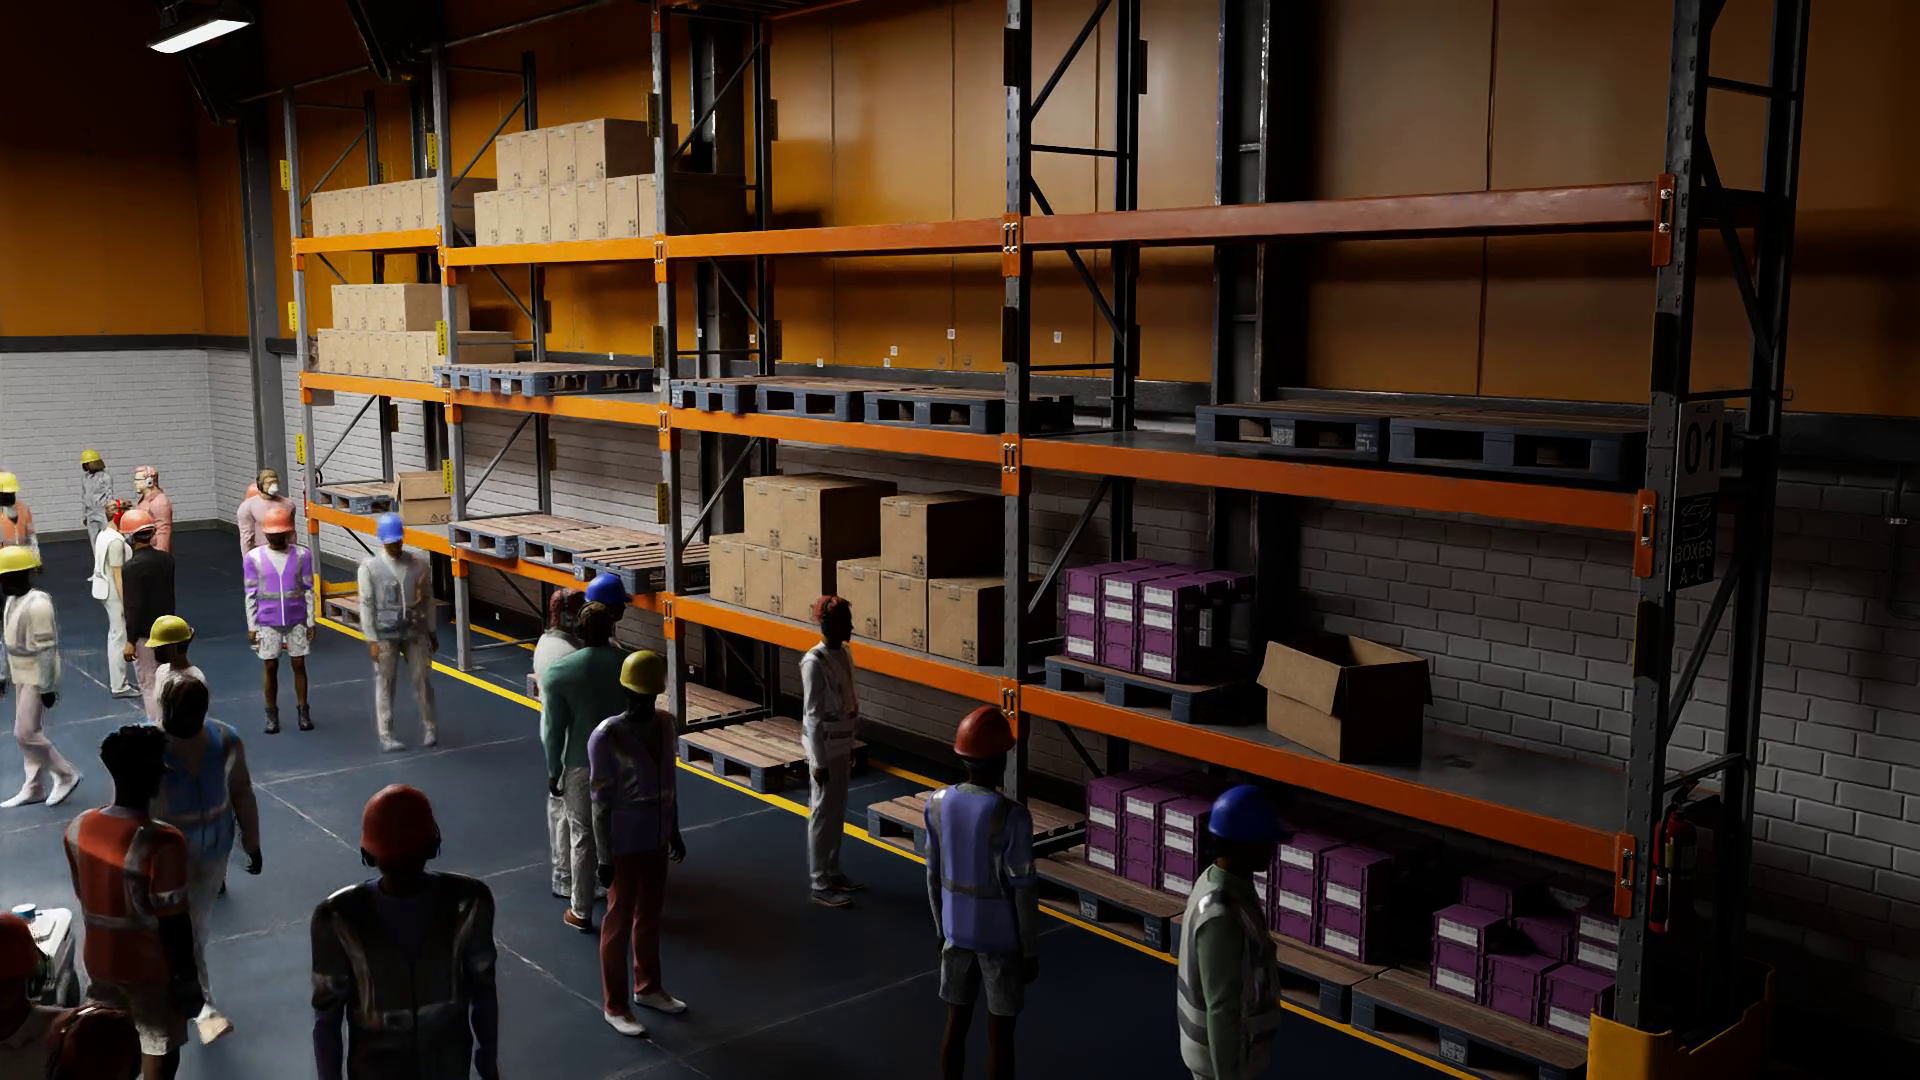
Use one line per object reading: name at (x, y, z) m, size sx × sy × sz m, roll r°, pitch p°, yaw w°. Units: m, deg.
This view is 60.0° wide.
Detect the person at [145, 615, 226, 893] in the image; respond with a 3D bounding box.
person at (-4.752, 1.321, 10.152) m, size 0.518 × 1.757 × 0.340 m, roll 7°, pitch 11°, yaw 41°

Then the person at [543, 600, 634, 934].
person at (-2.094, 1.306, 9.664) m, size 0.629 × 1.930 × 0.358 m, roll -4°, pitch 9°, yaw -27°

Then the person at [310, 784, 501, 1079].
person at (-1.872, 1.820, 5.687) m, size 0.615 × 2.040 × 0.391 m, roll -4°, pitch 9°, yaw -25°

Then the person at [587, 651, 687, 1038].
person at (-1.598, 1.494, 8.363) m, size 0.384 × 1.924 × 0.589 m, roll 5°, pitch 10°, yaw 32°

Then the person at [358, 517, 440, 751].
person at (-4.555, 0.770, 13.530) m, size 0.618 × 1.925 × 0.440 m, roll -6°, pitch 10°, yaw -34°

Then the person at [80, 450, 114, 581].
person at (-11.214, -0.316, 21.614) m, size 0.494 × 1.730 × 0.324 m, roll 3°, pitch 9°, yaw 17°

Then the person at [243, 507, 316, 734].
person at (-5.729, 0.677, 14.049) m, size 0.548 × 1.927 × 0.389 m, roll -4°, pitch 9°, yaw -27°

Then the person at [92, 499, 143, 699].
person at (-7.758, 0.542, 15.296) m, size 0.397 × 1.836 × 0.562 m, roll -5°, pitch 10°, yaw -33°

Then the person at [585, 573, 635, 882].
person at (-2.230, 1.175, 10.498) m, size 0.388 × 1.947 × 0.614 m, roll -4°, pitch 9°, yaw -25°

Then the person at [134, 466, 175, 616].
person at (-8.568, 0.169, 17.635) m, size 0.407 × 1.910 × 0.638 m, roll -7°, pitch 11°, yaw -39°

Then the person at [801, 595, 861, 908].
person at (-0.763, 1.270, 10.092) m, size 0.391 × 1.885 × 0.597 m, roll 2°, pitch 9°, yaw 16°

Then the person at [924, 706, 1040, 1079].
person at (0.111, 1.665, 7.118) m, size 0.545 × 1.942 × 0.354 m, roll 6°, pitch 10°, yaw 34°

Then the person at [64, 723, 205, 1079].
person at (-3.318, 1.710, 6.743) m, size 0.604 × 1.959 × 0.370 m, roll 4°, pitch 9°, yaw 25°

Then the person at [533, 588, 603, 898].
person at (-2.383, 1.240, 10.225) m, size 0.404 × 1.913 × 0.687 m, roll -4°, pitch 9°, yaw -26°

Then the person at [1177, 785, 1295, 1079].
person at (0.977, 1.826, 5.978) m, size 0.400 × 1.944 × 0.618 m, roll 1°, pitch 8°, yaw 10°

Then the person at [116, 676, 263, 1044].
person at (-3.777, 1.572, 8.265) m, size 0.949 × 1.793 × 0.640 m, roll 7°, pitch 11°, yaw 41°

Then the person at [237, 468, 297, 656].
person at (-7.075, 0.231, 17.095) m, size 0.372 × 1.940 × 0.630 m, roll 5°, pitch 10°, yaw 33°

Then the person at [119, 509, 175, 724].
person at (-6.520, 0.742, 13.352) m, size 0.391 × 1.990 × 0.621 m, roll 1°, pitch 8°, yaw 5°

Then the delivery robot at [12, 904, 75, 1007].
delivery robot at (-4.764, 2.107, 8.494) m, size 0.477 × 0.478 × 0.707 m, roll -3°, pitch 8°, yaw -19°

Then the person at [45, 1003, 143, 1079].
person at (-2.146, 2.107, 4.289) m, size 0.361 × 1.876 × 0.577 m, roll 6°, pitch 10°, yaw 36°

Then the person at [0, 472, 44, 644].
person at (-10.009, 0.211, 17.519) m, size 0.975 × 1.869 × 0.608 m, roll 2°, pitch 8°, yaw 15°

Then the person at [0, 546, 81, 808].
person at (-6.701, 0.983, 11.943) m, size 0.422 × 1.915 × 0.617 m, roll -8°, pitch 11°, yaw -44°
